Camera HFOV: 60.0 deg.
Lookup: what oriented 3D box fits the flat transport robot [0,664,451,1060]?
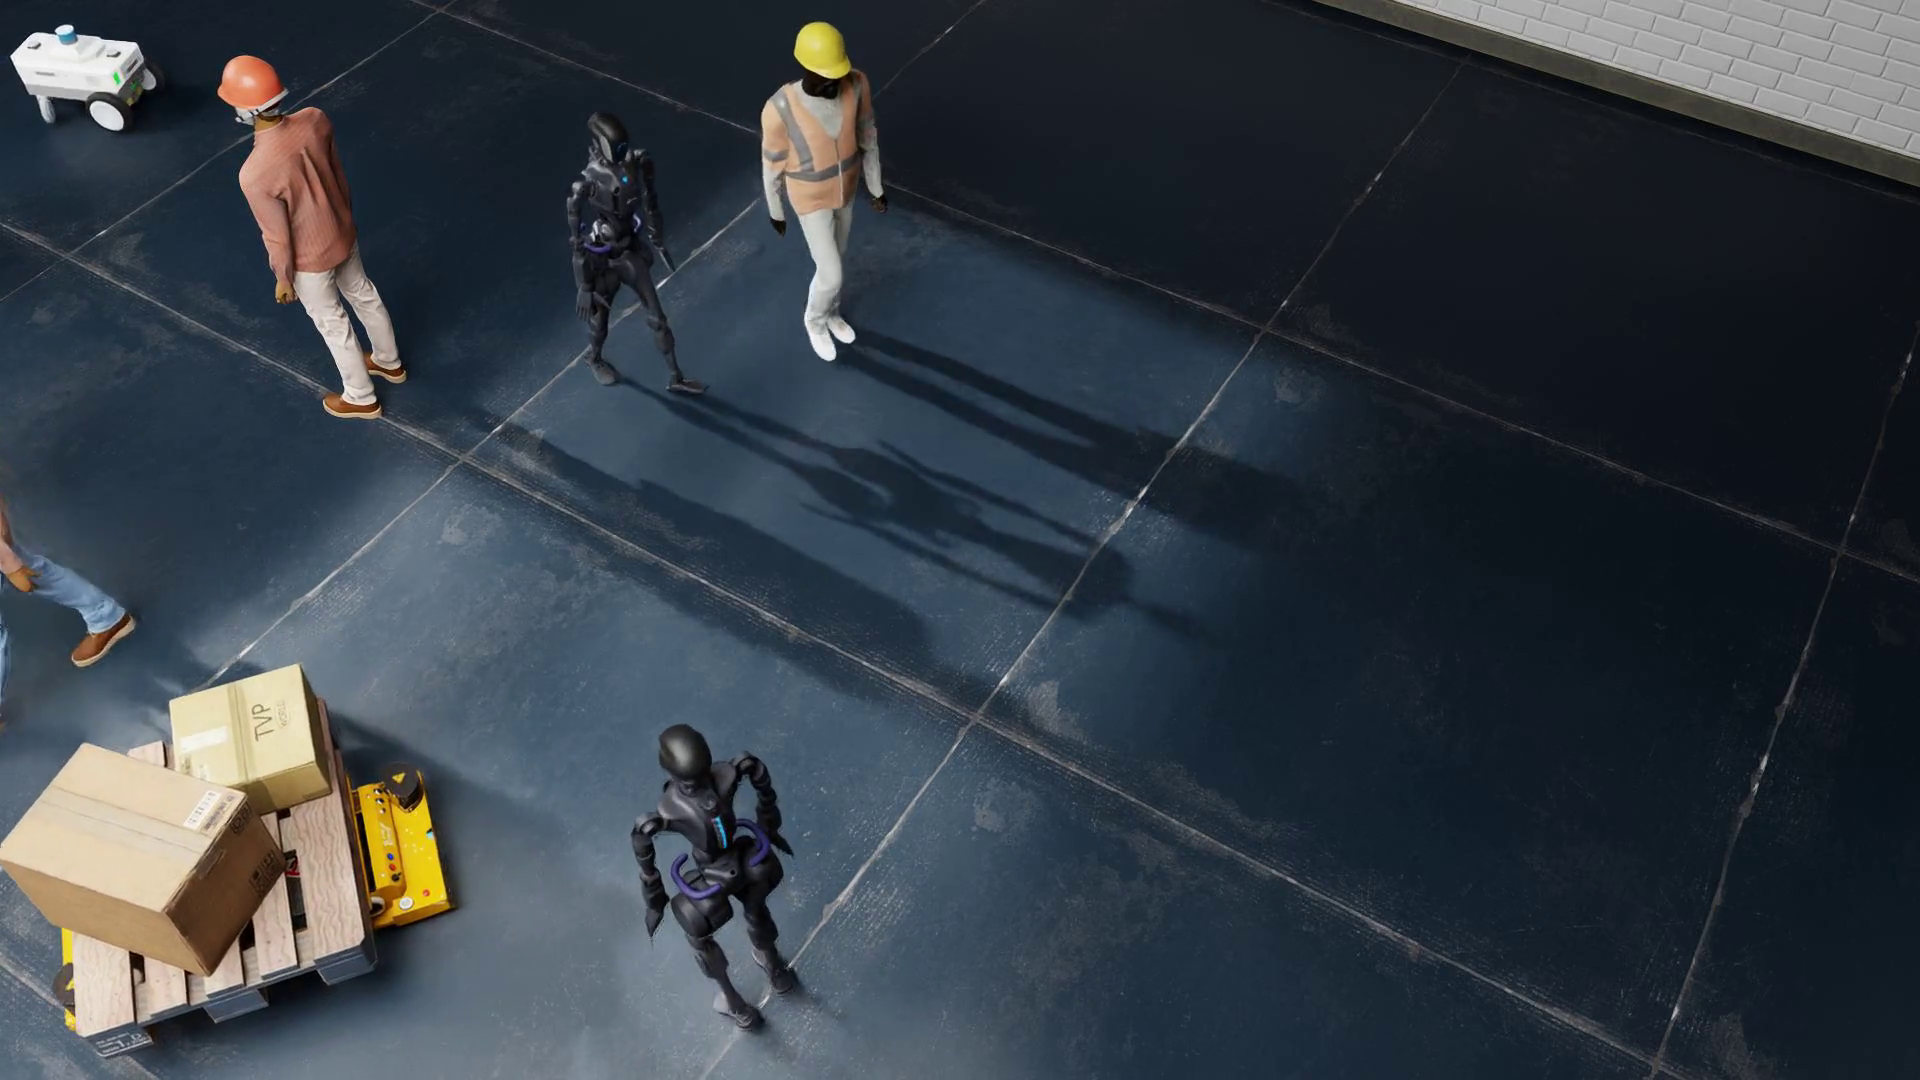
[{"bbox_3d":[-2.812,1.389,6.601,1.431,0.231,0.659,-17,51,-14],"label":"flat transport robot"}]

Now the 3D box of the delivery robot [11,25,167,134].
[{"bbox_3d":[-5.288,-2.820,10.103,0.785,0.614,0.523,8,49,7],"label":"delivery robot"}]

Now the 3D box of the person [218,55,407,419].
[{"bbox_3d":[-3.072,-1.408,7.901,0.376,1.995,0.610,14,50,12],"label":"person"}]

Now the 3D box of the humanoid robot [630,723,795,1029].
[{"bbox_3d":[-0.834,1.180,5.855,0.586,1.649,0.366,-32,56,-25],"label":"humanoid robot"}]

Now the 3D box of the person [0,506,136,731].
[{"bbox_3d":[-4.084,0.023,6.698,0.649,1.919,0.996,36,58,27],"label":"person"}]

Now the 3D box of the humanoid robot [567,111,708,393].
[{"bbox_3d":[-1.650,-1.357,8.082,0.727,1.623,0.592,31,56,24],"label":"humanoid robot"}]

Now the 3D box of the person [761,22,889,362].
[{"bbox_3d":[-0.641,-1.702,8.214,0.583,1.909,0.519,-35,57,-26],"label":"person"}]
